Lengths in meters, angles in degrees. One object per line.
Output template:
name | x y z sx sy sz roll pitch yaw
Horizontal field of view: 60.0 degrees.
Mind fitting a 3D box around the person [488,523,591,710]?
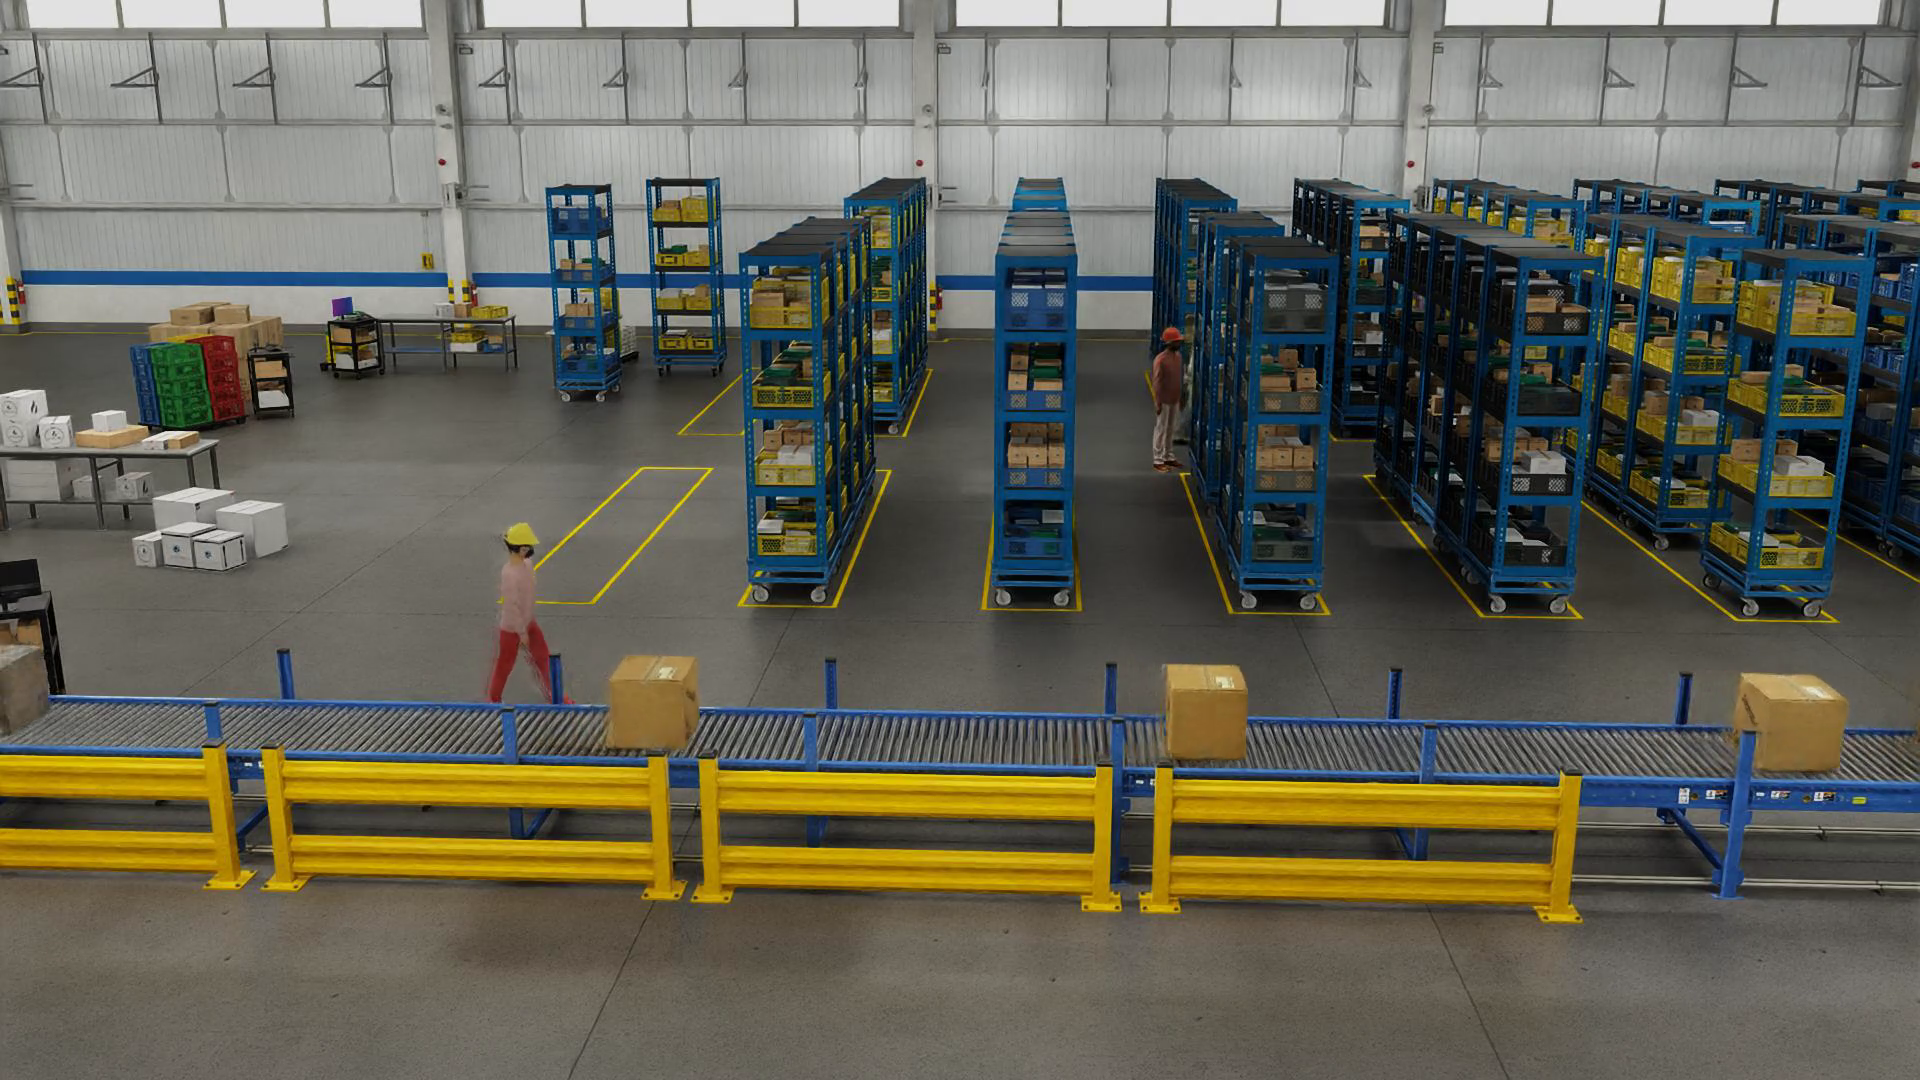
person | -3.543 0.703 13.657 0.895 1.713 0.549 2 15 8

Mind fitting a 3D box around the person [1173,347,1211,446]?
person | 3.565 -2.257 24.551 0.943 1.779 0.613 1 15 2

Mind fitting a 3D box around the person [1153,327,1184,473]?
person | 2.883 -1.941 22.959 0.373 1.996 0.621 12 19 38
